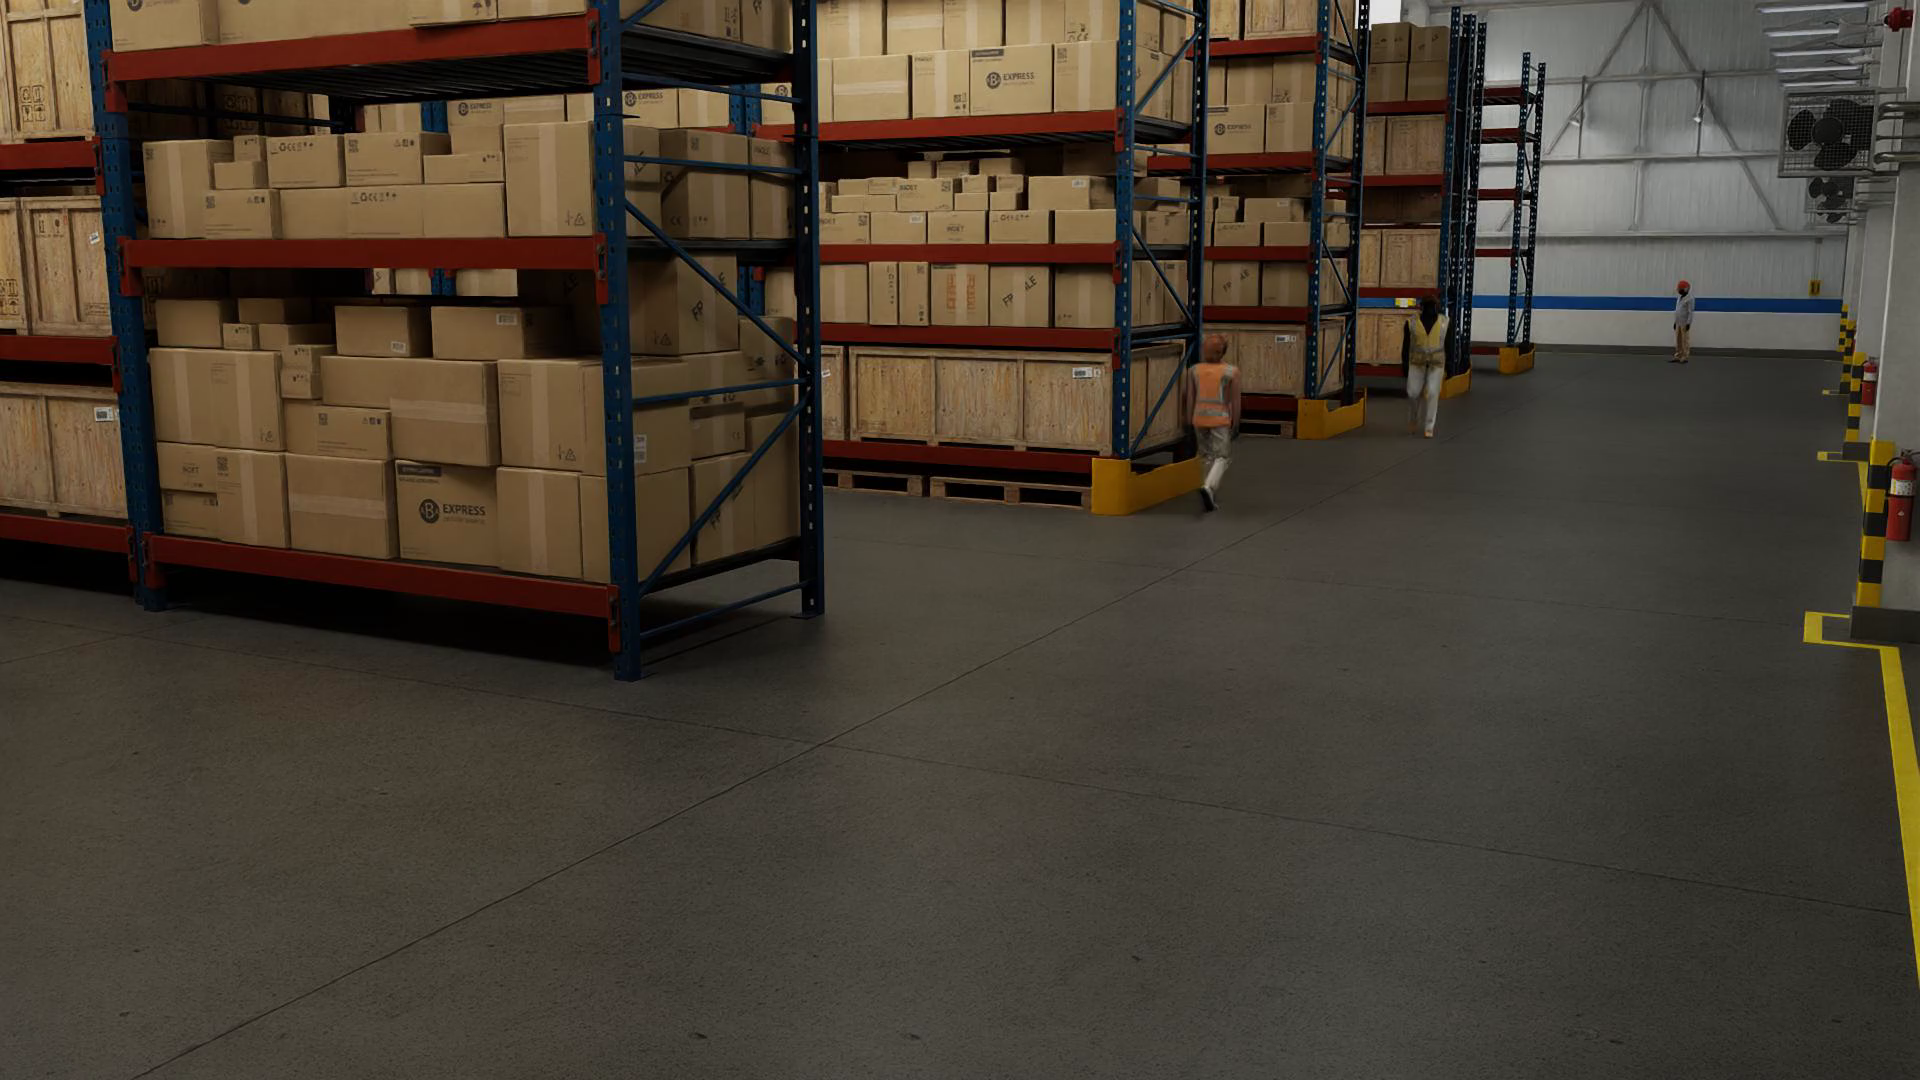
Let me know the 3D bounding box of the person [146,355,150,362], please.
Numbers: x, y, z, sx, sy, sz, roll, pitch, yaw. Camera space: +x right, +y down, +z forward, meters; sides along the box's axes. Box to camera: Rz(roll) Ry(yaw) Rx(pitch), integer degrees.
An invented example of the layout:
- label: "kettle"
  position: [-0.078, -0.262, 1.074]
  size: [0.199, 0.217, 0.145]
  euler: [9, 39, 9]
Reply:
- label: "person"
  position: [-8.533, -1.663, 17.510]
  size: [0.899, 1.970, 0.608]
  euler: [6, 11, 30]

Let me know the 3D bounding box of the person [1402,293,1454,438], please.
- label: "person"
  position: [5.910, -2.198, 21.030]
  size: [0.630, 1.830, 0.446]
  euler: [3, 10, 16]

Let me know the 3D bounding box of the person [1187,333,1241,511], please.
- label: "person"
  position: [2.240, -1.030, 14.855]
  size: [0.521, 1.619, 0.567]
  euler: [6, 11, 31]

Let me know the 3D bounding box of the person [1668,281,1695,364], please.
- label: "person"
  position: [15.256, -4.597, 35.146]
  size: [0.339, 1.742, 0.563]
  euler: [-2, 10, -9]
